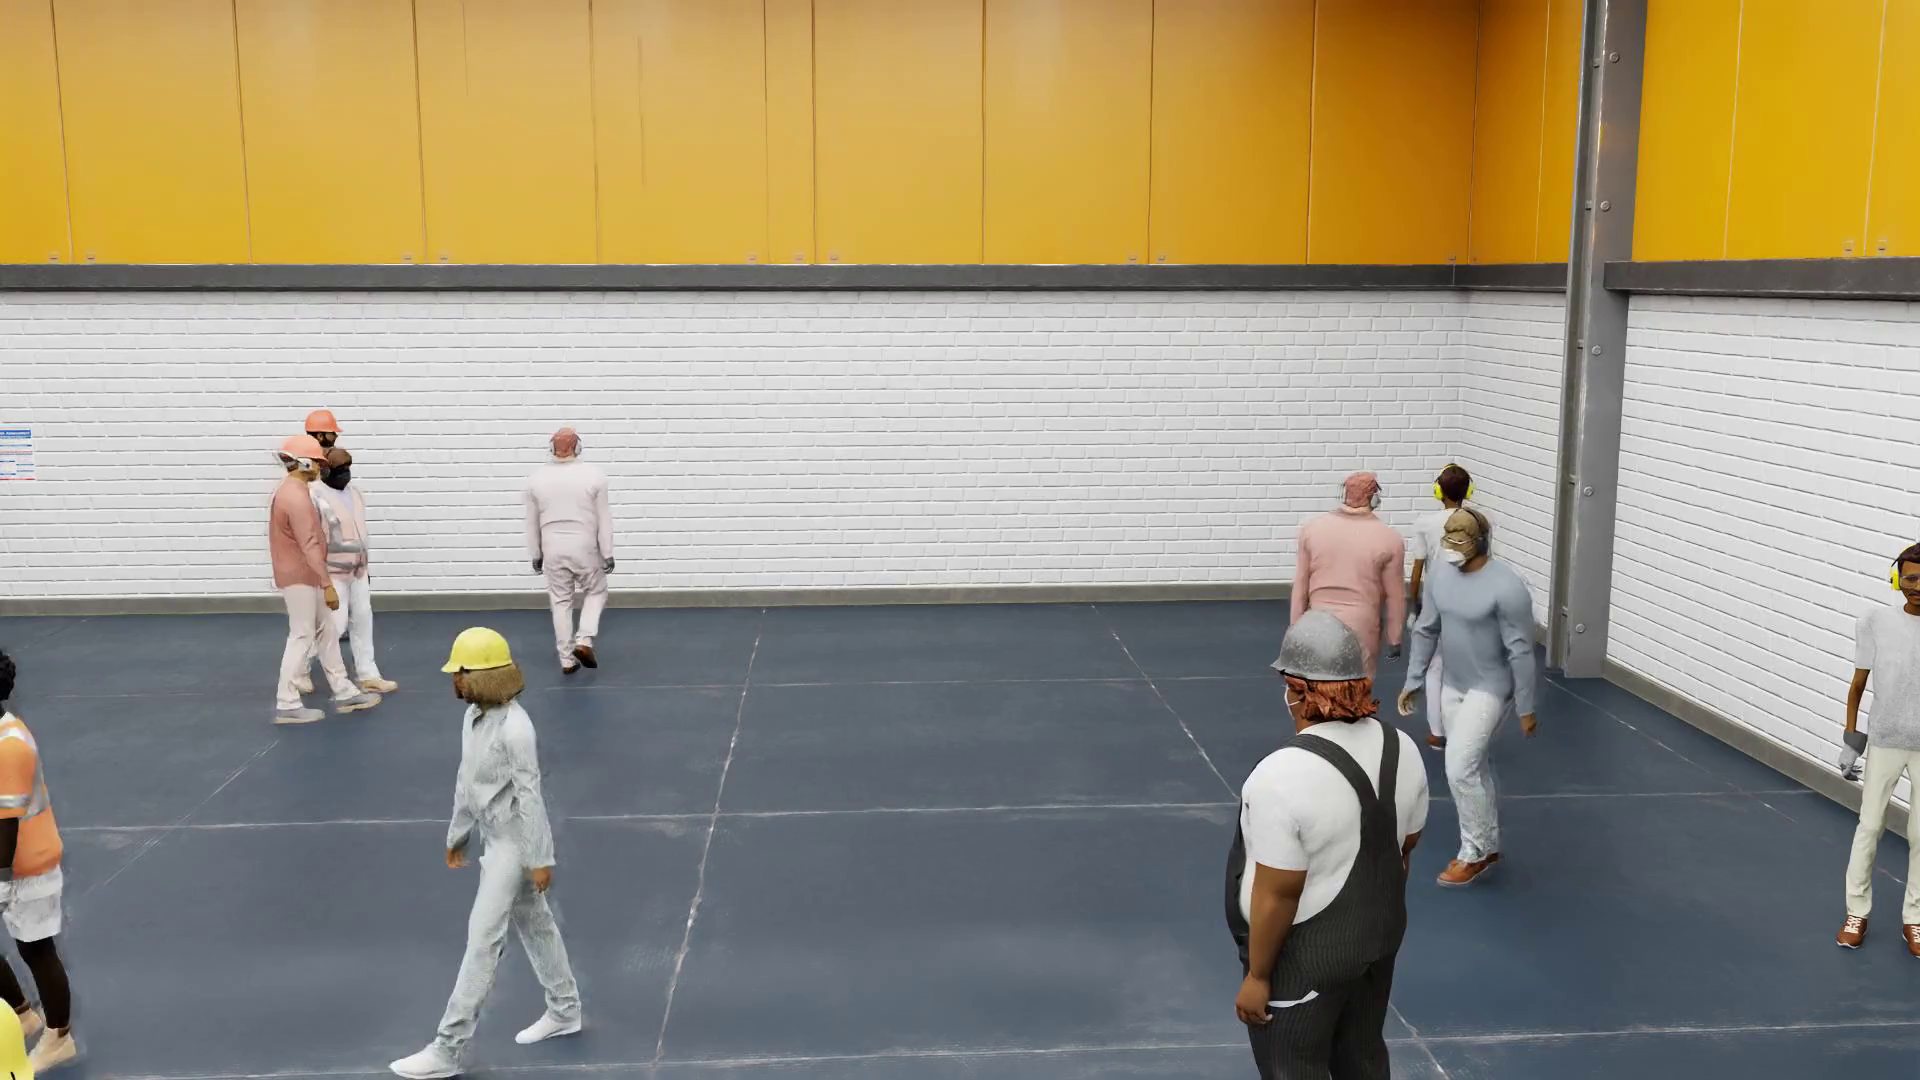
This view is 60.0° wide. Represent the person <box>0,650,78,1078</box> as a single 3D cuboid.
[{"bbox_3d":[-3.580,1.212,6.213,0.538,1.683,0.433,8,12,42],"label":"person"}]

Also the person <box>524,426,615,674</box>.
[{"bbox_3d":[-2.954,0.082,12.656,0.681,1.890,0.428,0,9,3],"label":"person"}]

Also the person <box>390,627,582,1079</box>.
[{"bbox_3d":[-1.836,1.181,6.352,0.859,1.703,0.504,-6,11,-33],"label":"person"}]

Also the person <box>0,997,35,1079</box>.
[{"bbox_3d":[-1.720,1.657,2.962,0.403,1.831,0.597,6,11,33],"label":"person"}]

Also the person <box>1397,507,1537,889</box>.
[{"bbox_3d":[2.514,0.776,8.283,0.677,1.905,0.635,-4,10,-21],"label":"person"}]

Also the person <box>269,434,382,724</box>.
[{"bbox_3d":[-4.343,0.261,11.321,0.764,1.958,0.658,-4,10,-21],"label":"person"}]

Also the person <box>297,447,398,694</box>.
[{"bbox_3d":[-4.478,0.228,11.952,0.637,1.820,0.660,3,9,16],"label":"person"}]

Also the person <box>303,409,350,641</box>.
[{"bbox_3d":[-5.273,-0.121,13.803,0.371,1.935,0.551,-6,11,-32],"label":"person"}]

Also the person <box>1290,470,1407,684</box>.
[{"bbox_3d":[2.324,0.521,9.913,0.682,1.887,0.420,6,11,34],"label":"person"}]

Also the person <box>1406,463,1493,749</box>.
[{"bbox_3d":[3.086,0.451,10.472,0.517,1.856,0.614,1,9,7],"label":"person"}]

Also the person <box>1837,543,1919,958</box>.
[{"bbox_3d":[4.229,0.929,7.422,0.537,1.869,0.314,4,10,24],"label":"person"}]
